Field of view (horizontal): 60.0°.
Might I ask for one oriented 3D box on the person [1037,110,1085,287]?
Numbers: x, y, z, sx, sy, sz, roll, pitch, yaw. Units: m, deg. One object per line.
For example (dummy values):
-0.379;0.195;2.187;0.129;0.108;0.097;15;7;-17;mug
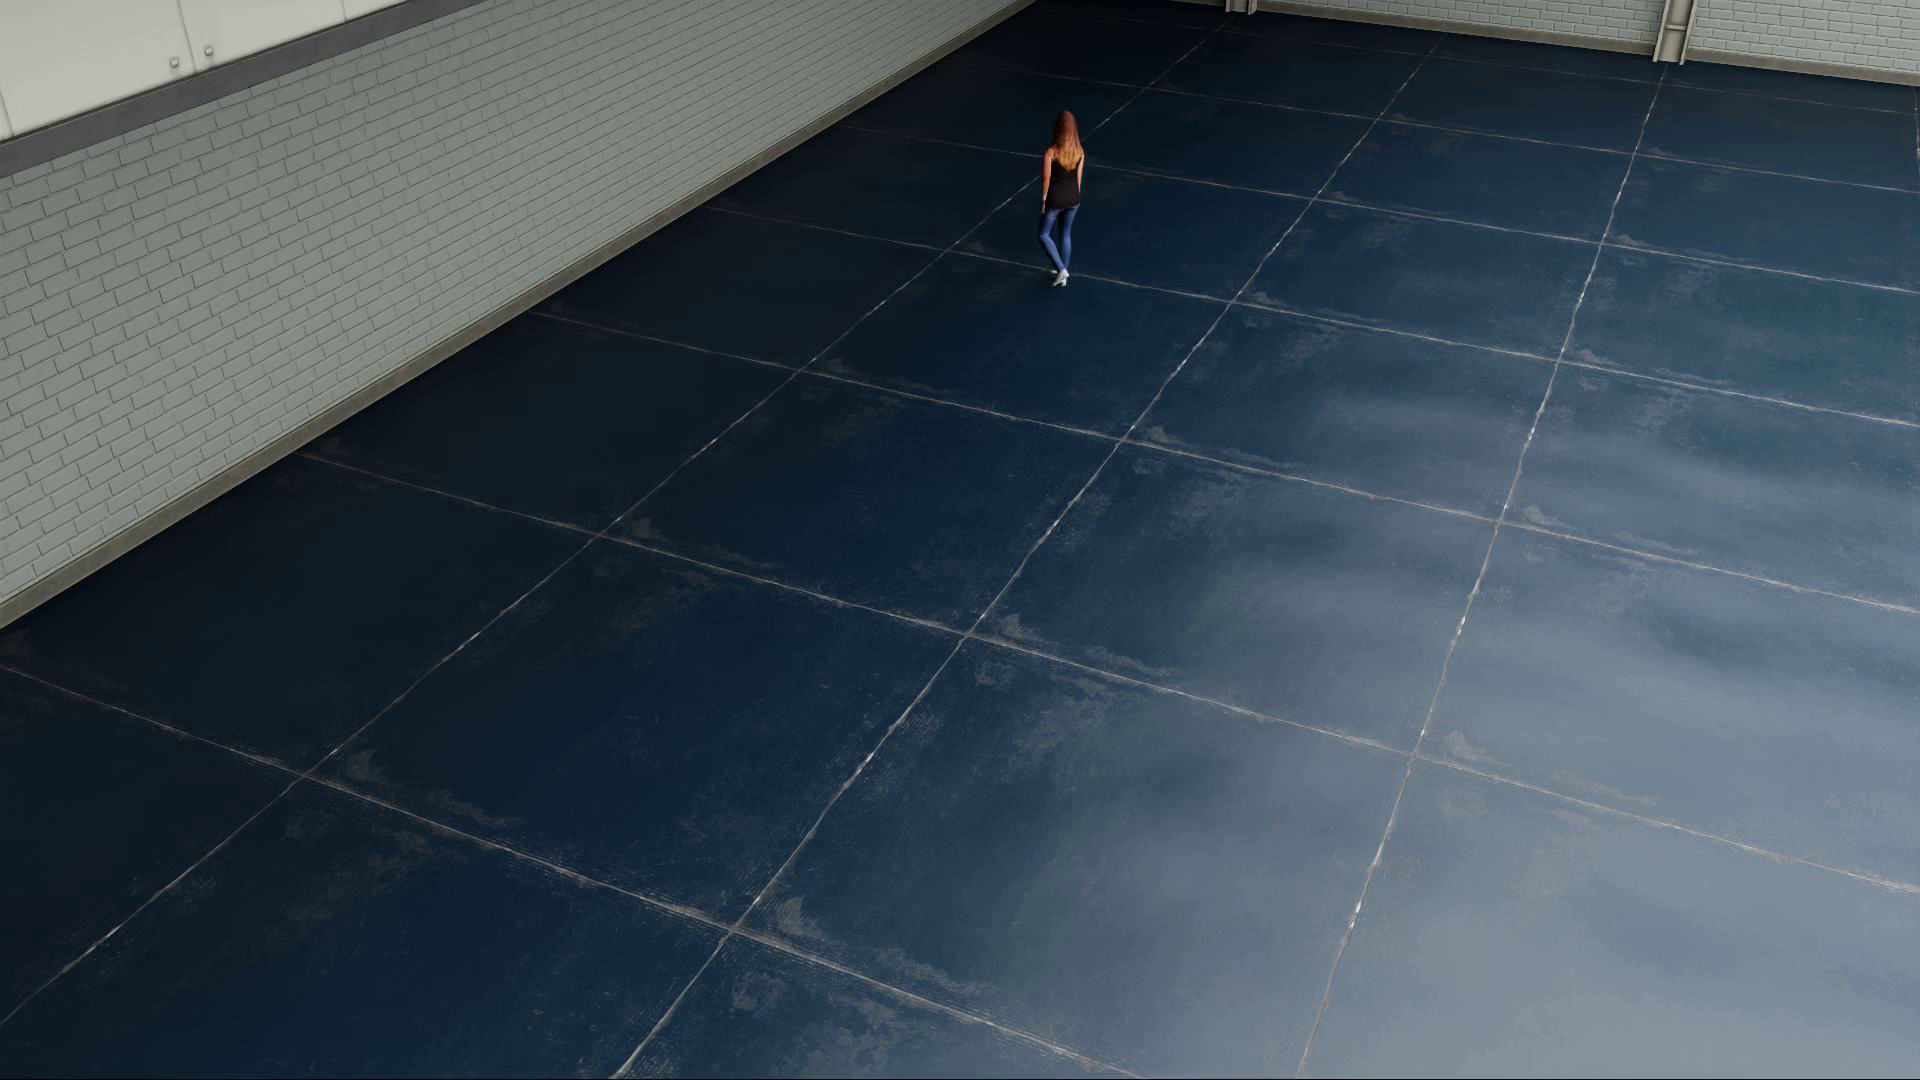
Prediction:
0.974;-3.150;15.607;0.794;1.708;0.865;-14;35;-21;person
